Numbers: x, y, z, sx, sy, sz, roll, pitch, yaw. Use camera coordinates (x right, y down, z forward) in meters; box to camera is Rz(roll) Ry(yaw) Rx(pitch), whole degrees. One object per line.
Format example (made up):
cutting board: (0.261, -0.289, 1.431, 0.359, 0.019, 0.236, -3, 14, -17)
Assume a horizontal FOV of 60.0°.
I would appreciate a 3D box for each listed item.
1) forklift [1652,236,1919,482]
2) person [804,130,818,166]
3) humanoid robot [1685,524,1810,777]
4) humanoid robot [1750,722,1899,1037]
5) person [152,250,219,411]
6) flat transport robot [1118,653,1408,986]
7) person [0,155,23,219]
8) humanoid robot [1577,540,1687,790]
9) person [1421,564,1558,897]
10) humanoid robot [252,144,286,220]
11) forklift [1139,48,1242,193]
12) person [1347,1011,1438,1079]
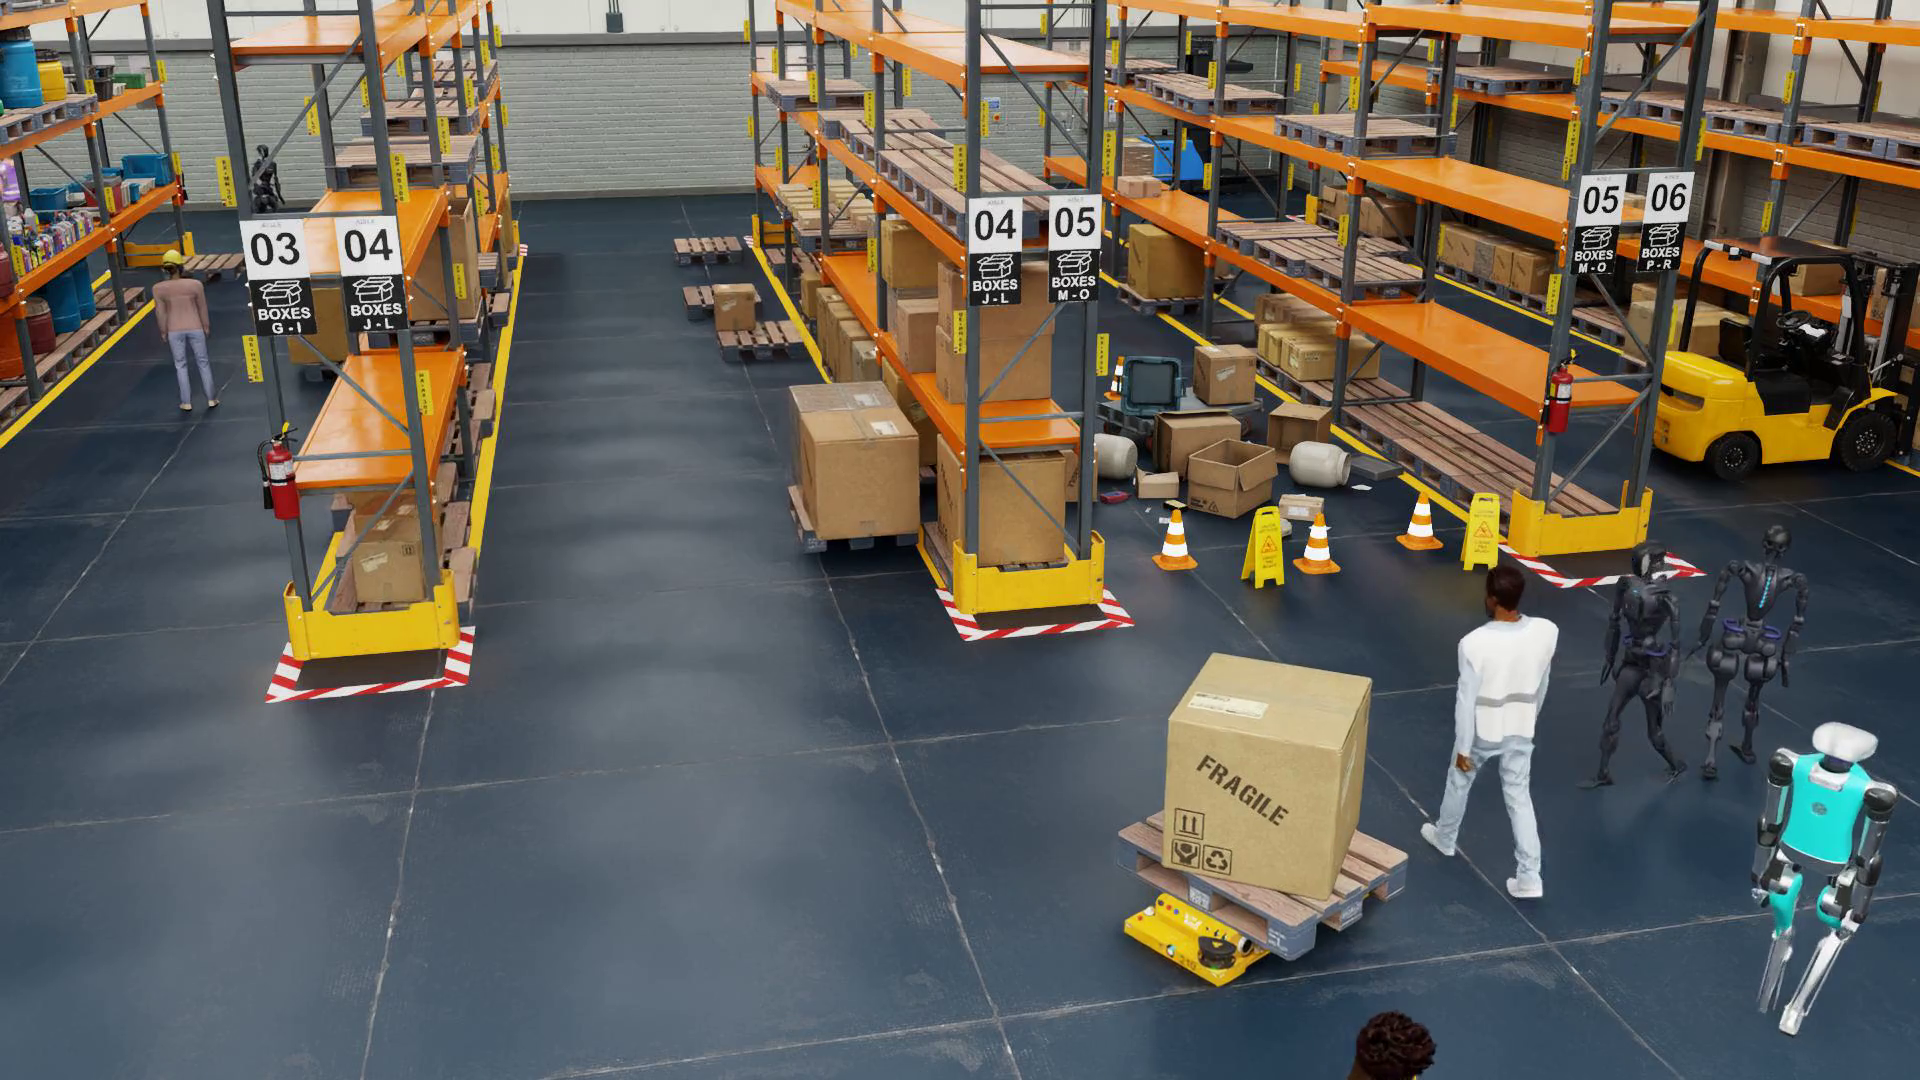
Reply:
forklift: (8.013, -1.814, 16.330, 2.313, 2.155, 1.214, -4, 21, -12)
person: (-2.707, -6.946, 30.893, 0.835, 1.663, 0.529, -1, 20, -2)
humanoid robot: (4.905, 0.669, 10.428, 0.630, 1.634, 0.607, 7, 21, 17)
humanoid robot: (4.054, 1.636, 7.825, 0.550, 1.862, 0.783, 19, 27, 41)
person: (-8.500, -2.293, 18.230, 0.525, 1.765, 0.326, -10, 23, -26)
flat transport robot: (1.605, 1.924, 9.021, 1.431, 0.231, 0.659, -17, 26, -39)
person: (-15.311, -5.488, 26.945, 0.349, 1.688, 0.492, 12, 24, 29)
humanoid robot: (4.225, 0.787, 10.150, 0.711, 1.642, 0.609, -4, 21, -10)
person: (2.956, 1.020, 9.141, 0.599, 1.882, 0.927, -4, 21, -10)
humanoid robot: (-11.505, -5.750, 27.699, 0.746, 1.628, 0.589, 7, 22, 19)
forklift: (4.566, -8.313, 32.860, 1.873, 2.768, 1.129, -4, 21, -12)
person: (1.221, 2.388, 5.434, 0.651, 1.910, 0.784, 10, 23, 26)
